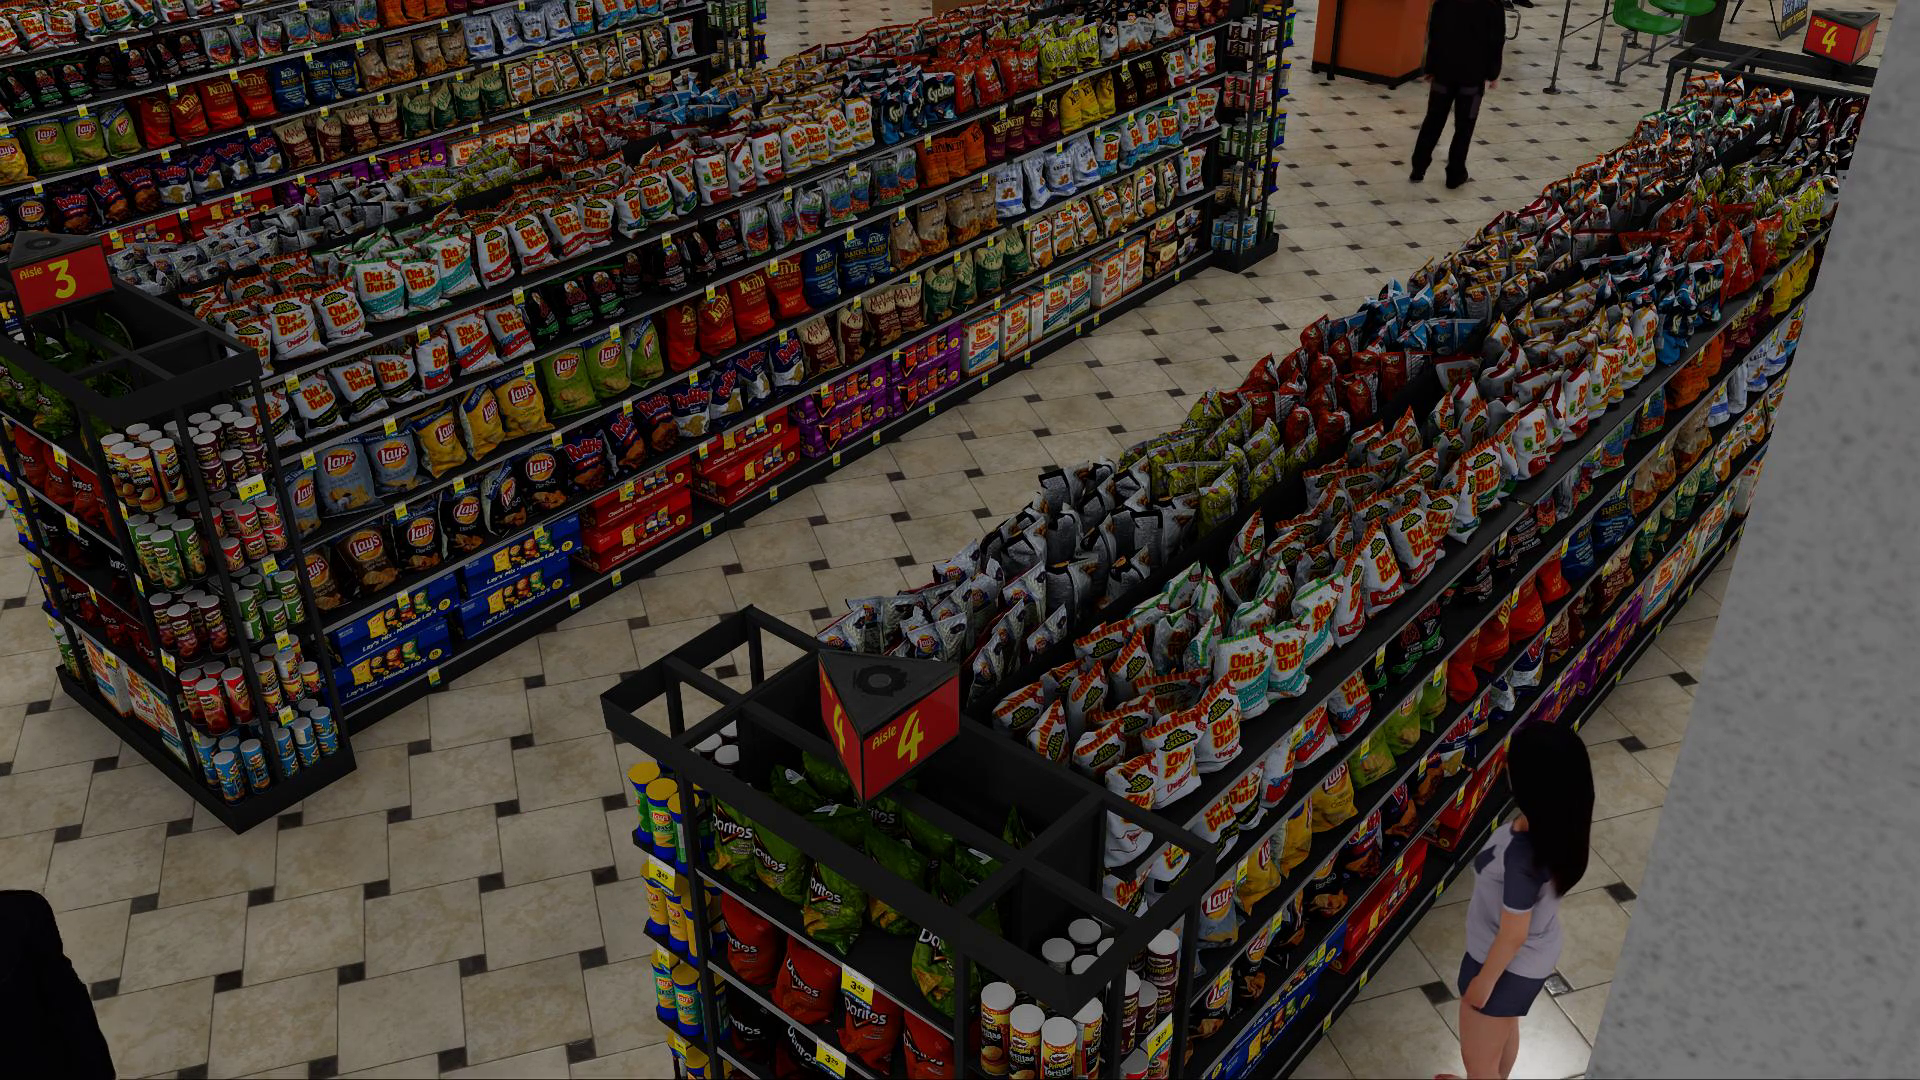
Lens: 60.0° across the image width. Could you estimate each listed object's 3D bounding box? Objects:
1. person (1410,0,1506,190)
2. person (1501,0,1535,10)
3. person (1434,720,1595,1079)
[{"bbox_3d":[3.797,-3.549,12.714,0.779,1.830,0.877,19,37,28],"label":"person"},{"bbox_3d":[6.019,-6.589,17.609,0.683,1.820,0.811,-11,34,-17],"label":"person"},{"bbox_3d":[1.688,1.256,5.108,0.679,1.707,0.508,19,36,27],"label":"person"}]
